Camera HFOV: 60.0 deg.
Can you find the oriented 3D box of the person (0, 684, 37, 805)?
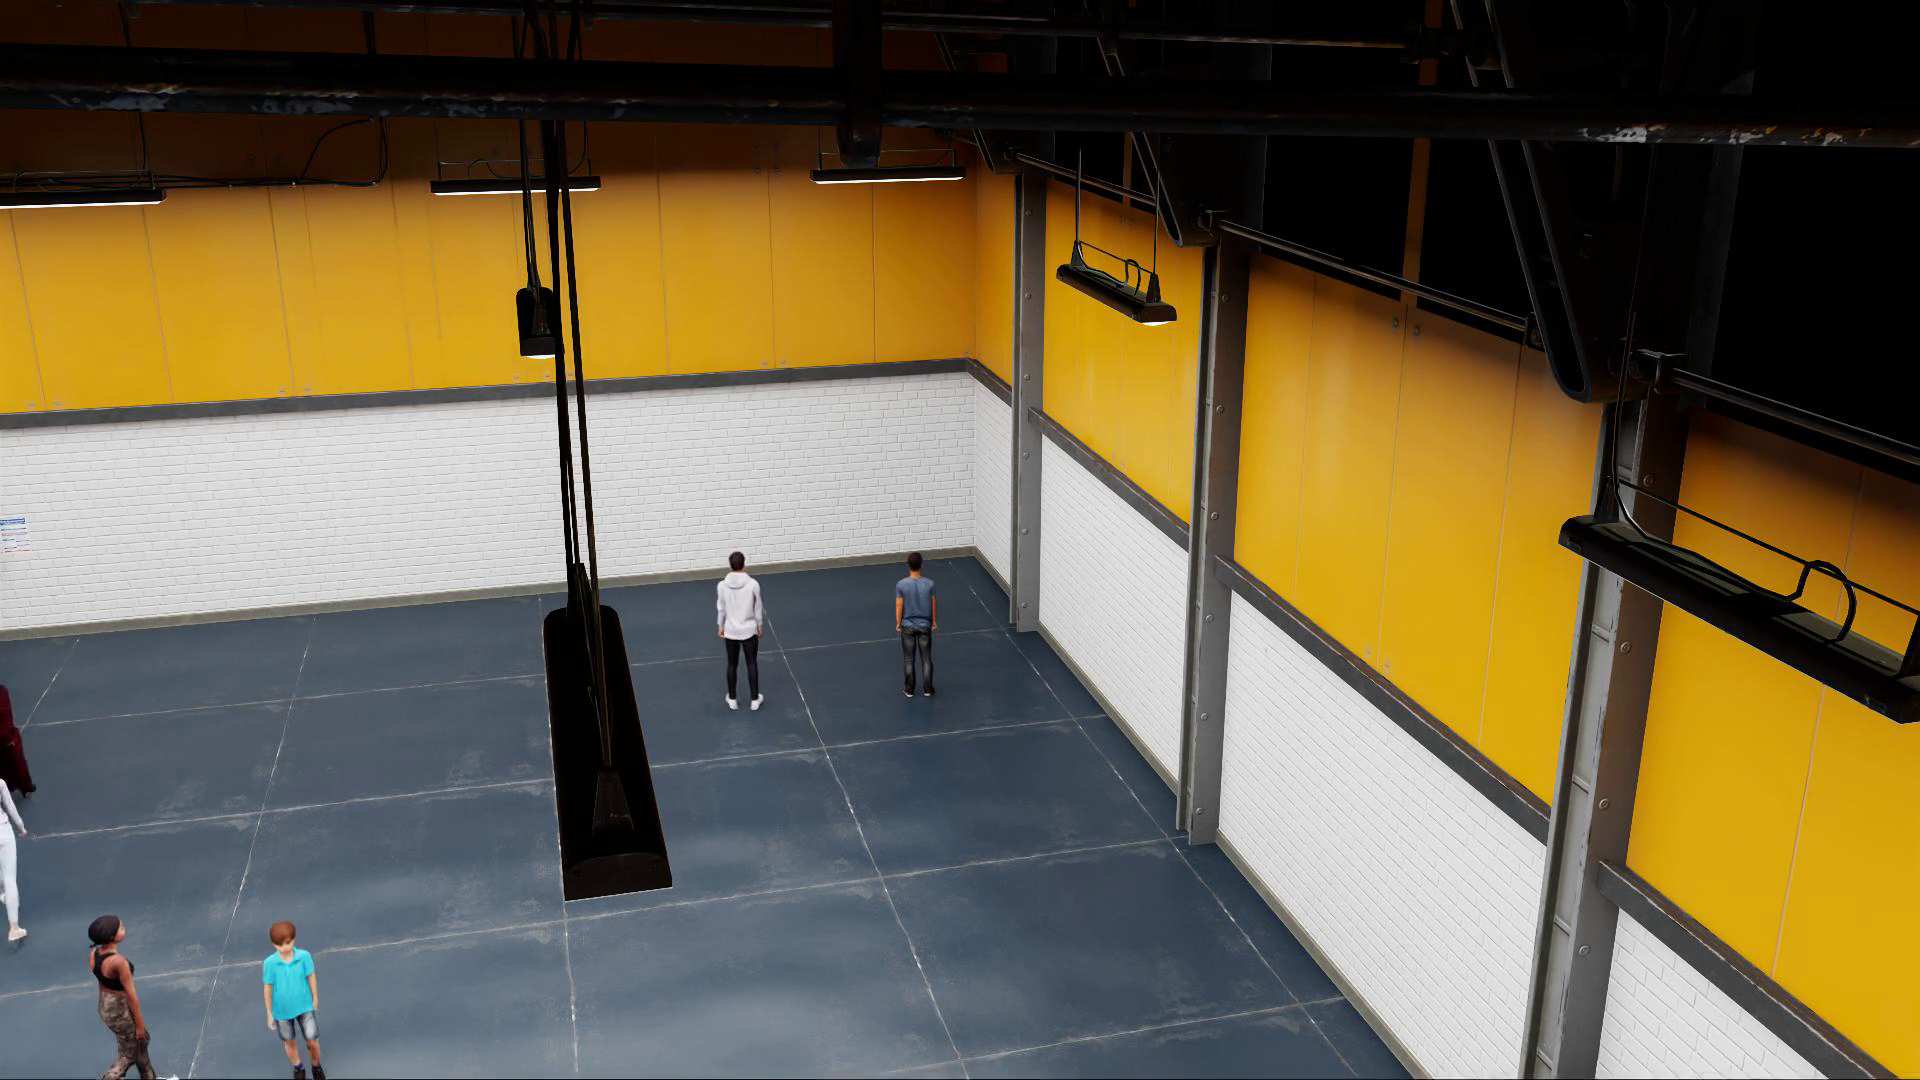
[{"bbox_3d":[-9.987,2.080,17.082,0.782,1.726,0.995,-2,19,-5],"label":"person"}]

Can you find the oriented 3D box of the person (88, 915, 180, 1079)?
[{"bbox_3d":[-6.403,3.637,12.539,1.071,1.675,1.082,12,22,32],"label":"person"}]

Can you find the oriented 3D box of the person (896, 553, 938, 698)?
[{"bbox_3d":[-0.522,1.027,20.086,0.690,1.805,0.594,-2,19,-5],"label":"person"}]

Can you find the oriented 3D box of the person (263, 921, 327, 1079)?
[{"bbox_3d":[-5.228,3.601,13.014,0.536,1.440,0.566,-7,20,-19],"label":"person"}]

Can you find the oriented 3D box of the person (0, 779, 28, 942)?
[{"bbox_3d":[-8.685,2.782,14.986,0.921,1.733,1.297,-10,21,-28],"label":"person"}]

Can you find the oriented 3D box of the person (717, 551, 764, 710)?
[{"bbox_3d":[-2.608,1.068,19.783,0.749,1.919,0.693,0,19,0],"label":"person"}]
